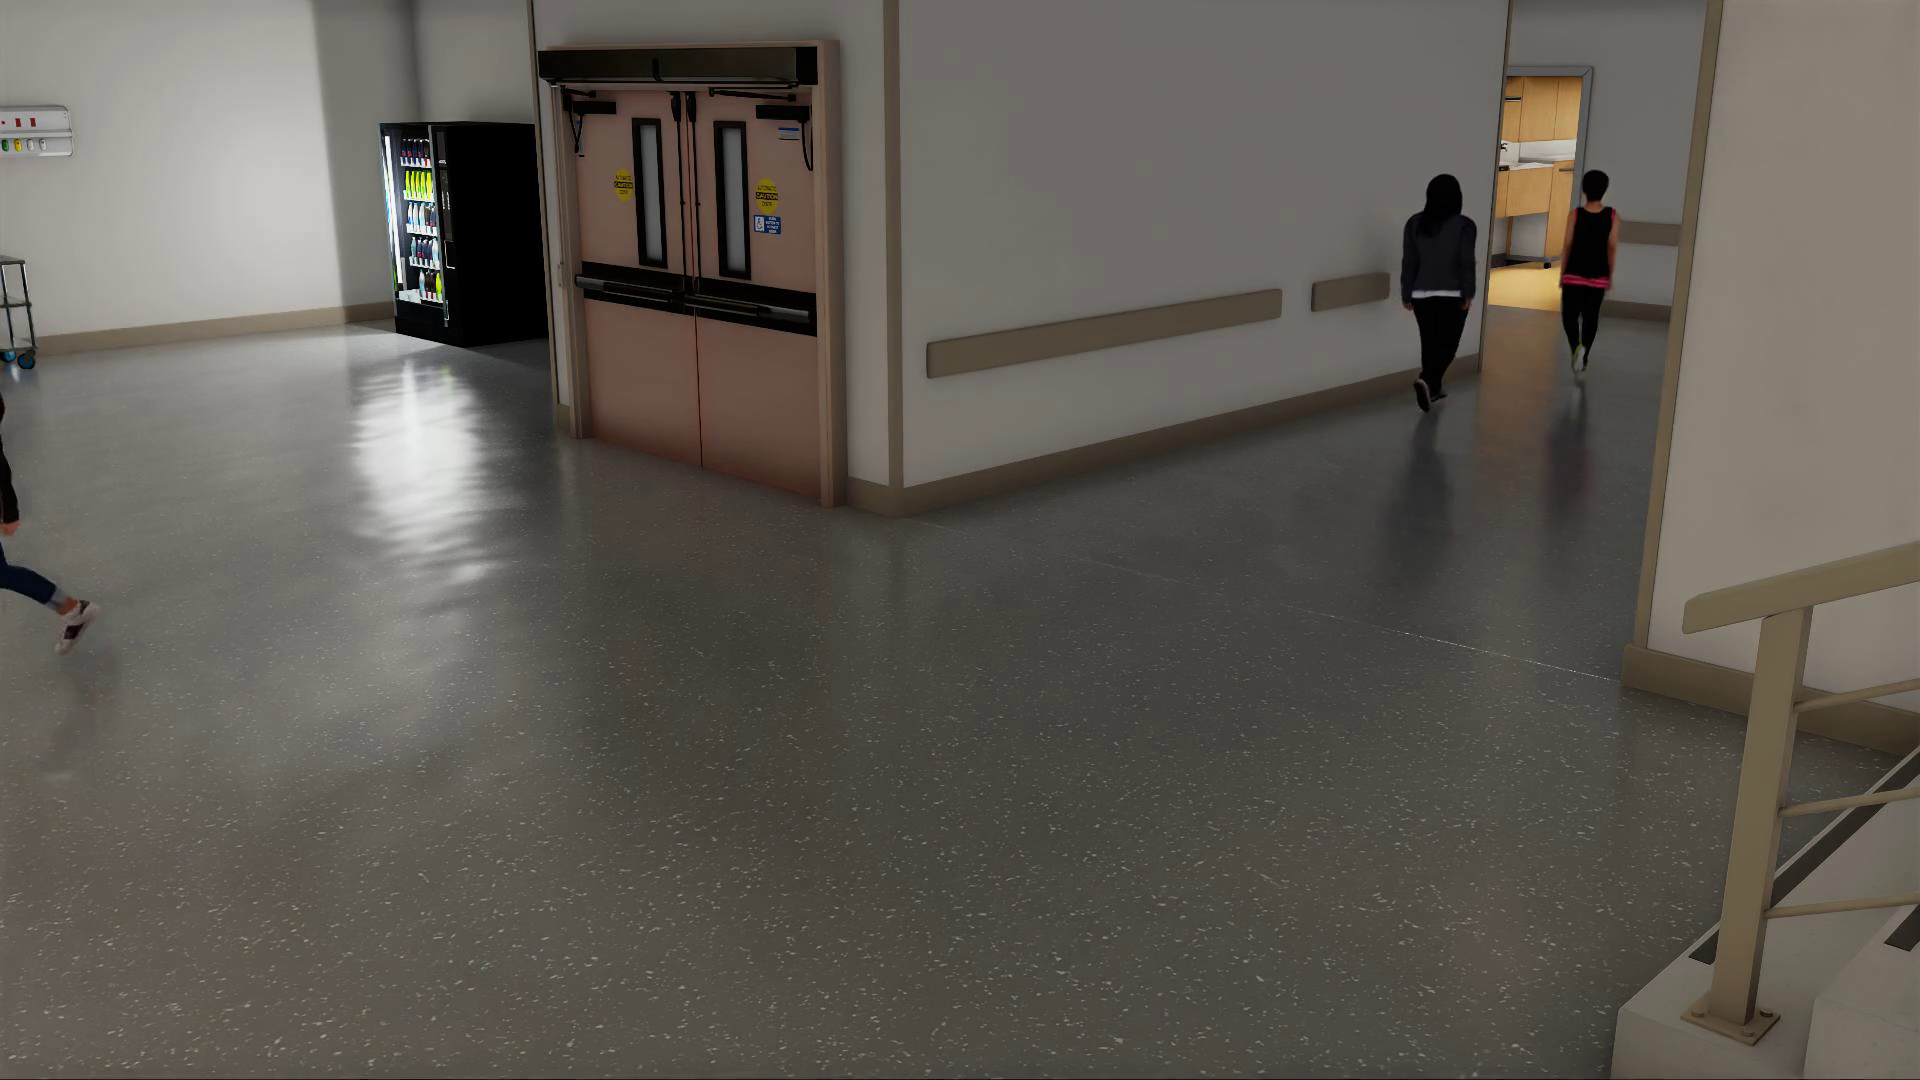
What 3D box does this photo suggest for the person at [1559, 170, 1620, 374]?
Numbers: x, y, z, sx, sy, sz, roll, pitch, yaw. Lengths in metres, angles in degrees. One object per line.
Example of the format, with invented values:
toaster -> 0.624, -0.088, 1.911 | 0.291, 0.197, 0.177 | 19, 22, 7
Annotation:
person -> 4.764, -2.005, 12.630 | 0.967, 1.528, 0.933 | 3, 16, 11

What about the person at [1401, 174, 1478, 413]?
person -> 3.244, -1.669, 11.343 | 0.921, 1.579, 0.779 | 13, 20, 38

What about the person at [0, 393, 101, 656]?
person -> -3.624, -0.161, 6.219 | 0.907, 1.457, 0.668 | 13, 20, 38
